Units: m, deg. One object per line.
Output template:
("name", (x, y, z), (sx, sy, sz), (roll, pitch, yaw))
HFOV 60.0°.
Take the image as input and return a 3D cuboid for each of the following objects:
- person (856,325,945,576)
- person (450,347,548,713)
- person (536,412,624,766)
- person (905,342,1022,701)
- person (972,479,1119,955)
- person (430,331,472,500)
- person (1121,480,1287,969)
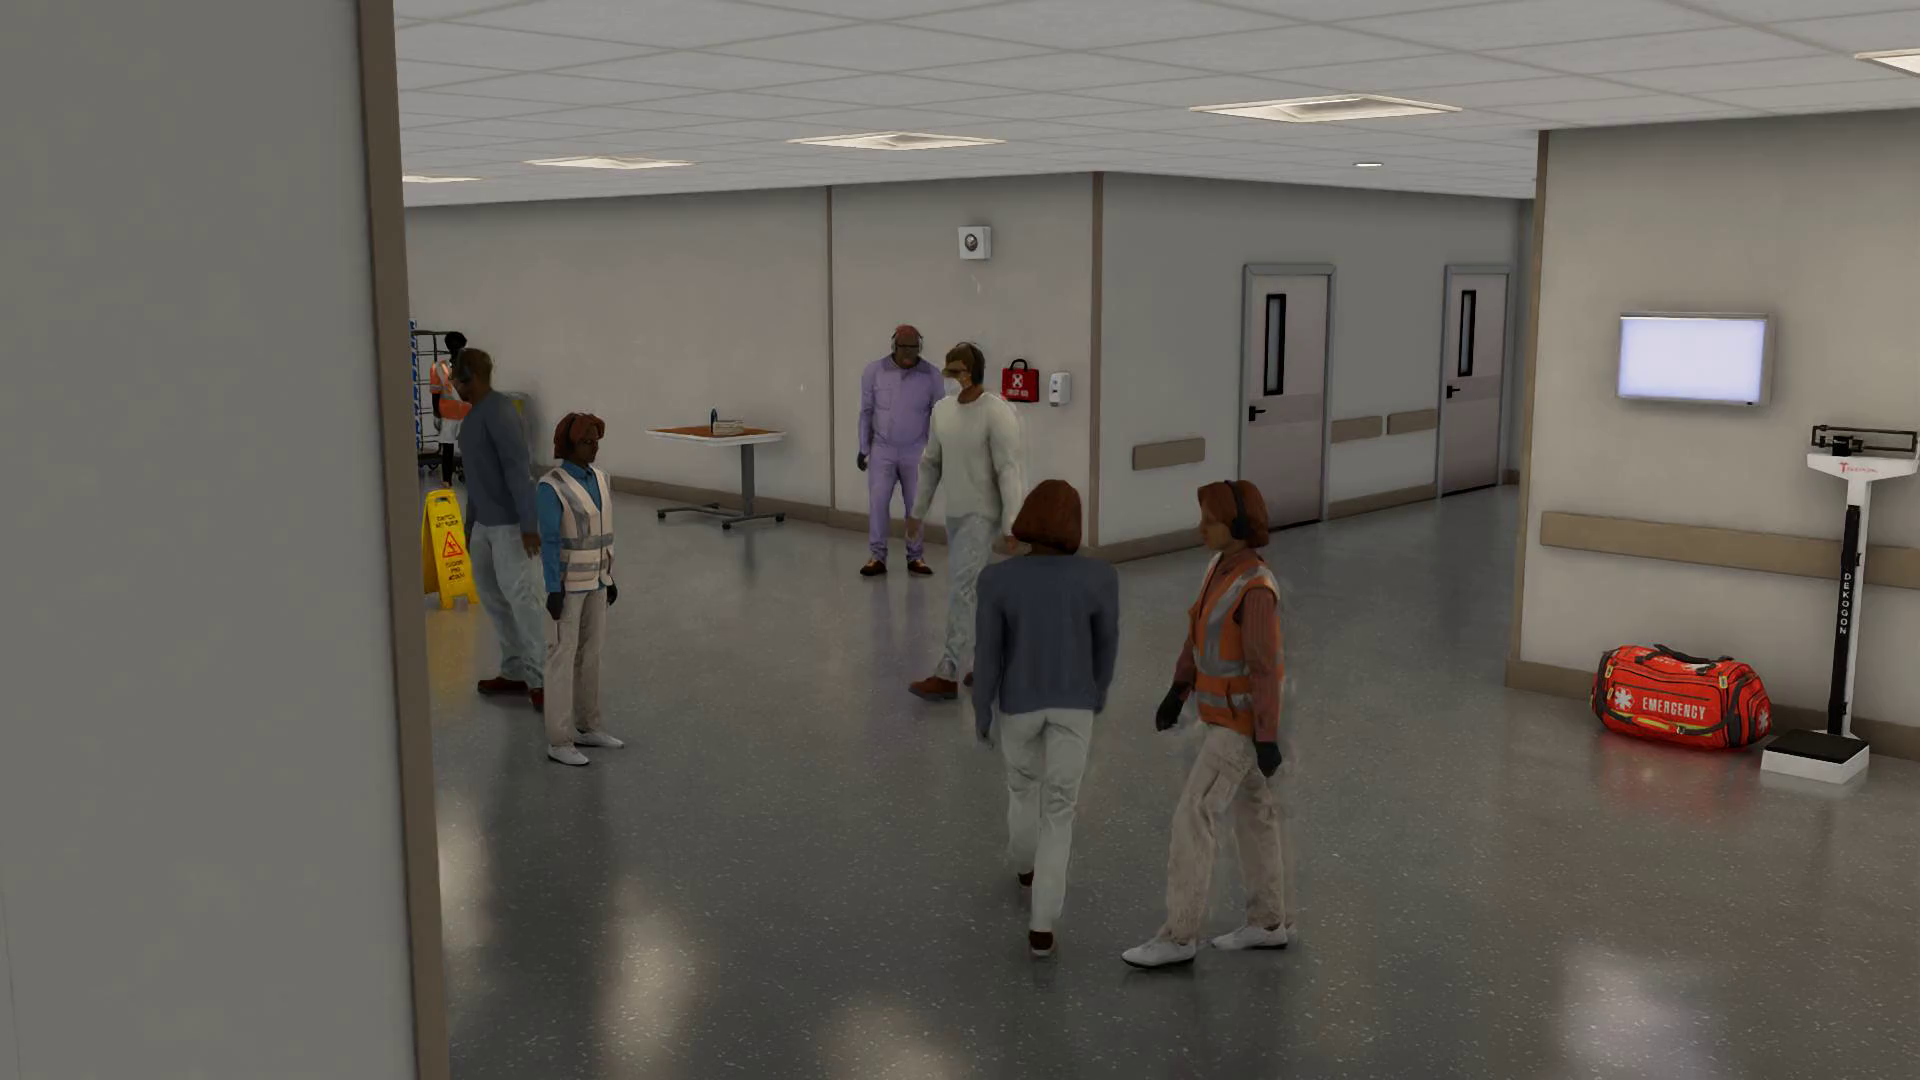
("person", (-0.436, -0.667, 12.498), (0.687, 1.889, 0.415), (0, 9, -3))
("person", (-2.395, -0.053, 8.730), (0.382, 1.900, 0.793), (-6, 11, -34))
("person", (-1.785, 0.220, 7.796), (0.310, 1.636, 0.523), (3, 10, 20))
("person", (-0.034, -0.100, 8.960), (0.913, 1.903, 0.655), (-6, 11, -33))
("person", (0.299, 0.577, 5.796), (0.490, 1.575, 0.880), (1, 9, 9))
("person", (-4.987, -1.232, 16.552), (0.535, 1.691, 0.323), (-3, 10, -16))
("person", (0.798, 0.605, 5.498), (0.699, 1.613, 0.527), (0, 9, 0))
